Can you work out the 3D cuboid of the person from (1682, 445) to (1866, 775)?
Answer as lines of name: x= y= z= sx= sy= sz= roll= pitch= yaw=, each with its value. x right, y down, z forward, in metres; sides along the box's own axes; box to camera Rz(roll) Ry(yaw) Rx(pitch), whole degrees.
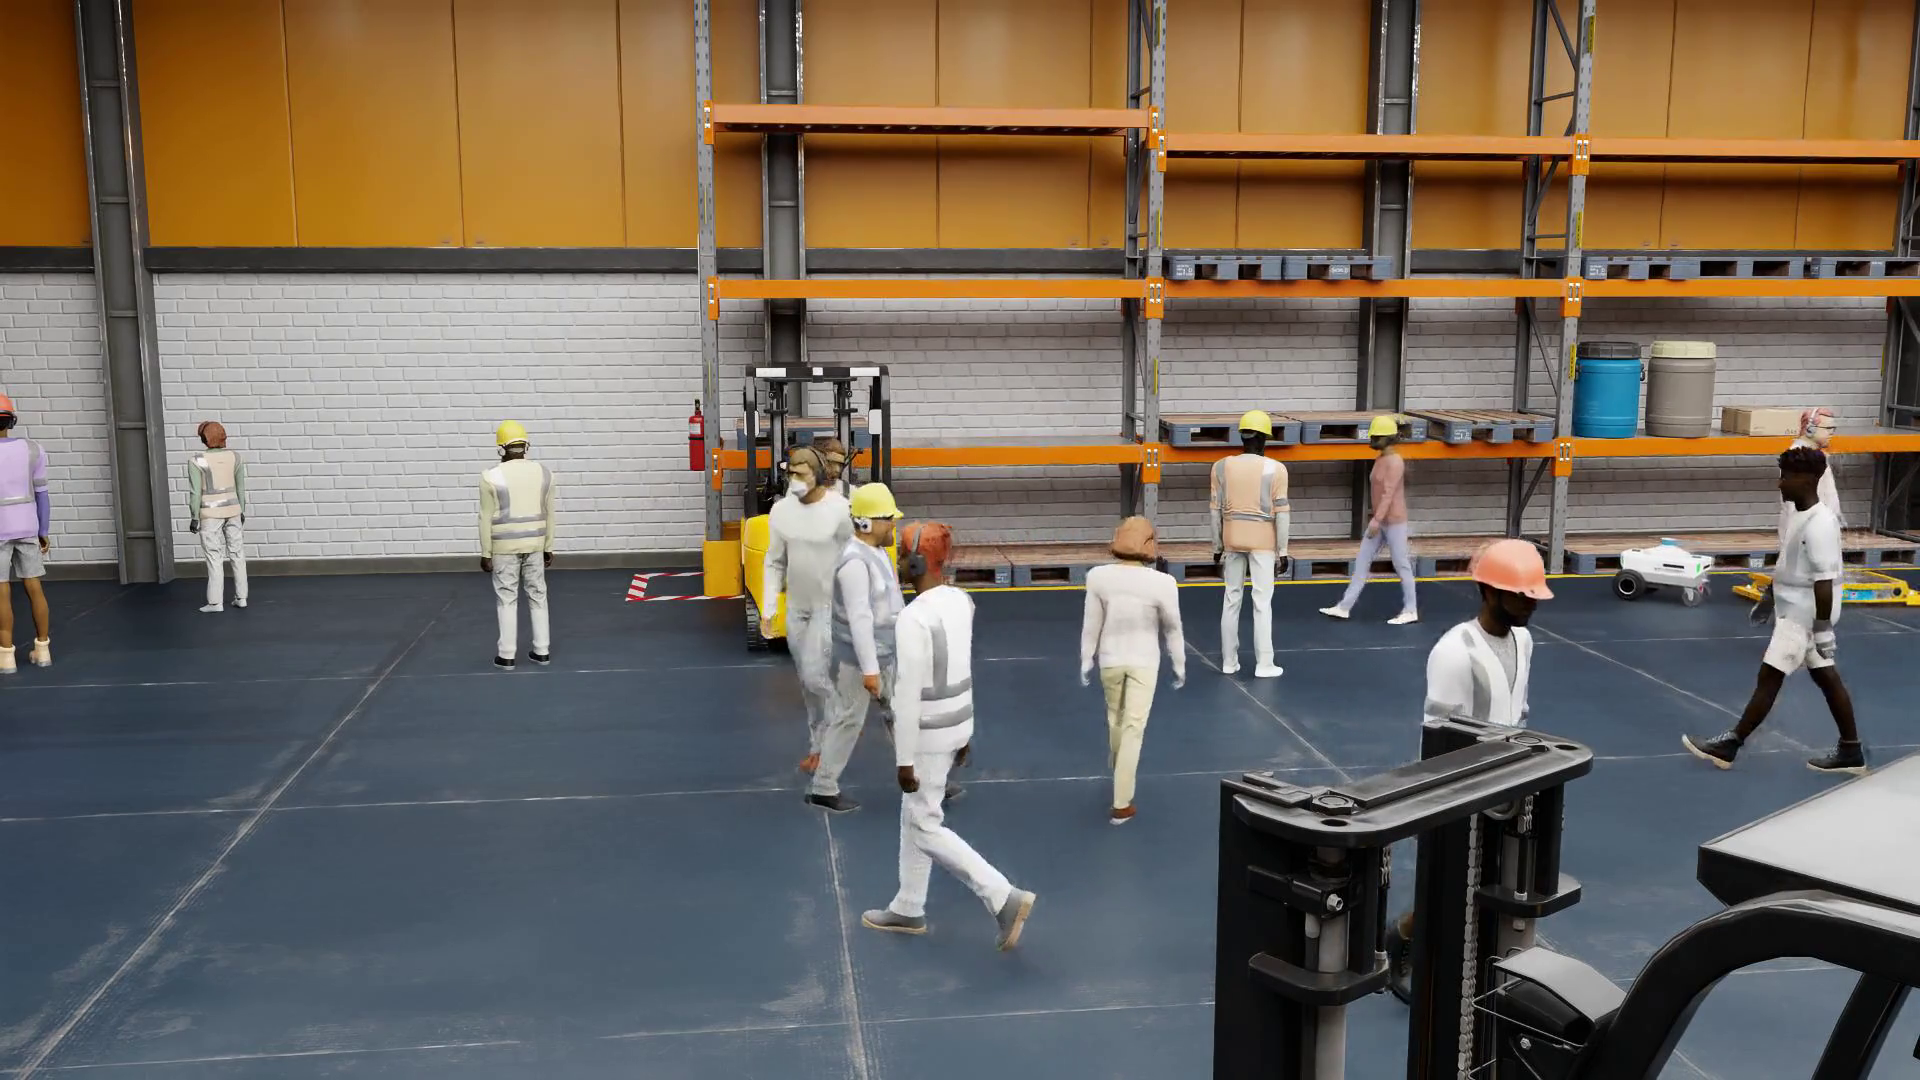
person: x=4.781 y=0.406 z=9.583 sx=1.015 sy=1.907 sz=0.627 roll=4 pitch=10 yaw=22

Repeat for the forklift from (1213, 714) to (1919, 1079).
forklift: x=1.441 y=1.425 z=2.350 sx=1.214 sy=2.155 sz=2.313 roll=-7 pitch=12 yaw=-39

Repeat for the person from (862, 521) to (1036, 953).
person: x=-0.051 y=0.841 z=7.058 sx=0.800 sy=1.860 sz=0.585 roll=4 pitch=10 yaw=24

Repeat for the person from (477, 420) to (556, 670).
person: x=-3.246 y=0.037 z=12.184 sx=0.586 sy=1.824 sz=0.404 roll=-8 pitch=12 yaw=-41

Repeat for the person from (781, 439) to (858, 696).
person: x=-0.924 y=0.221 z=11.112 sx=0.537 sy=1.789 sz=0.895 roll=-3 pitch=10 yaw=-17

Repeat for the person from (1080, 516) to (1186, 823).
person: x=0.957 y=0.662 z=8.928 sx=0.534 sy=1.600 sz=0.756 roll=4 pitch=10 yaw=25

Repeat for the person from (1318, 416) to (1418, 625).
person: x=3.386 y=-0.146 z=13.606 sx=0.876 sy=1.726 sz=0.528 roll=-1 pitch=9 yaw=-9

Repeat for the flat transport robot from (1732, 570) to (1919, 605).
flat transport robot: x=7.643 y=0.419 z=14.610 sx=1.431 sy=0.197 sz=0.652 roll=-1 pitch=9 yaw=-7

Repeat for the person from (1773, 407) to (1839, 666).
person: x=6.286 y=-0.033 z=12.350 sx=0.403 sy=1.904 sz=0.651 roll=6 pitch=11 yaw=32

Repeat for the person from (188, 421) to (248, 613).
person: x=-6.321 y=-0.195 z=14.185 sx=0.308 sy=1.641 sz=0.517 roll=6 pitch=11 yaw=32

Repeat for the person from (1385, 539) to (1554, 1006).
person: x=1.960 y=0.928 z=6.349 sx=0.547 sy=1.913 sz=0.552 roll=9 pitch=13 yaw=44

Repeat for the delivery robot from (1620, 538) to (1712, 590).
delivery robot: x=6.218 y=0.224 z=14.653 sx=0.707 sy=0.478 sz=0.477 roll=8 pitch=12 yaw=41

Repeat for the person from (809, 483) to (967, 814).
person: x=-0.419 y=0.586 z=8.859 sx=0.845 sy=1.788 sz=0.617 roll=2 pitch=9 yaw=10

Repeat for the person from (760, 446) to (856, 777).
person: x=-0.846 y=0.418 z=9.496 sx=0.662 sy=1.918 sz=0.496 roll=6 pitch=11 yaw=34

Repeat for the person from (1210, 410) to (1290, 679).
person: x=2.075 y=0.036 z=11.885 sx=0.585 sy=1.917 sz=0.381 roll=5 pitch=11 yaw=30

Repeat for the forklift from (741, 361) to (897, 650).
forklift: x=-1.154 y=-0.340 z=13.365 sx=1.214 sy=2.155 sz=2.313 roll=-1 pitch=9 yaw=-7

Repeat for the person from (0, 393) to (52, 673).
person: x=-6.919 y=-0.055 z=12.060 sx=0.375 sy=2.044 sz=0.605 roll=6 pitch=11 yaw=35
